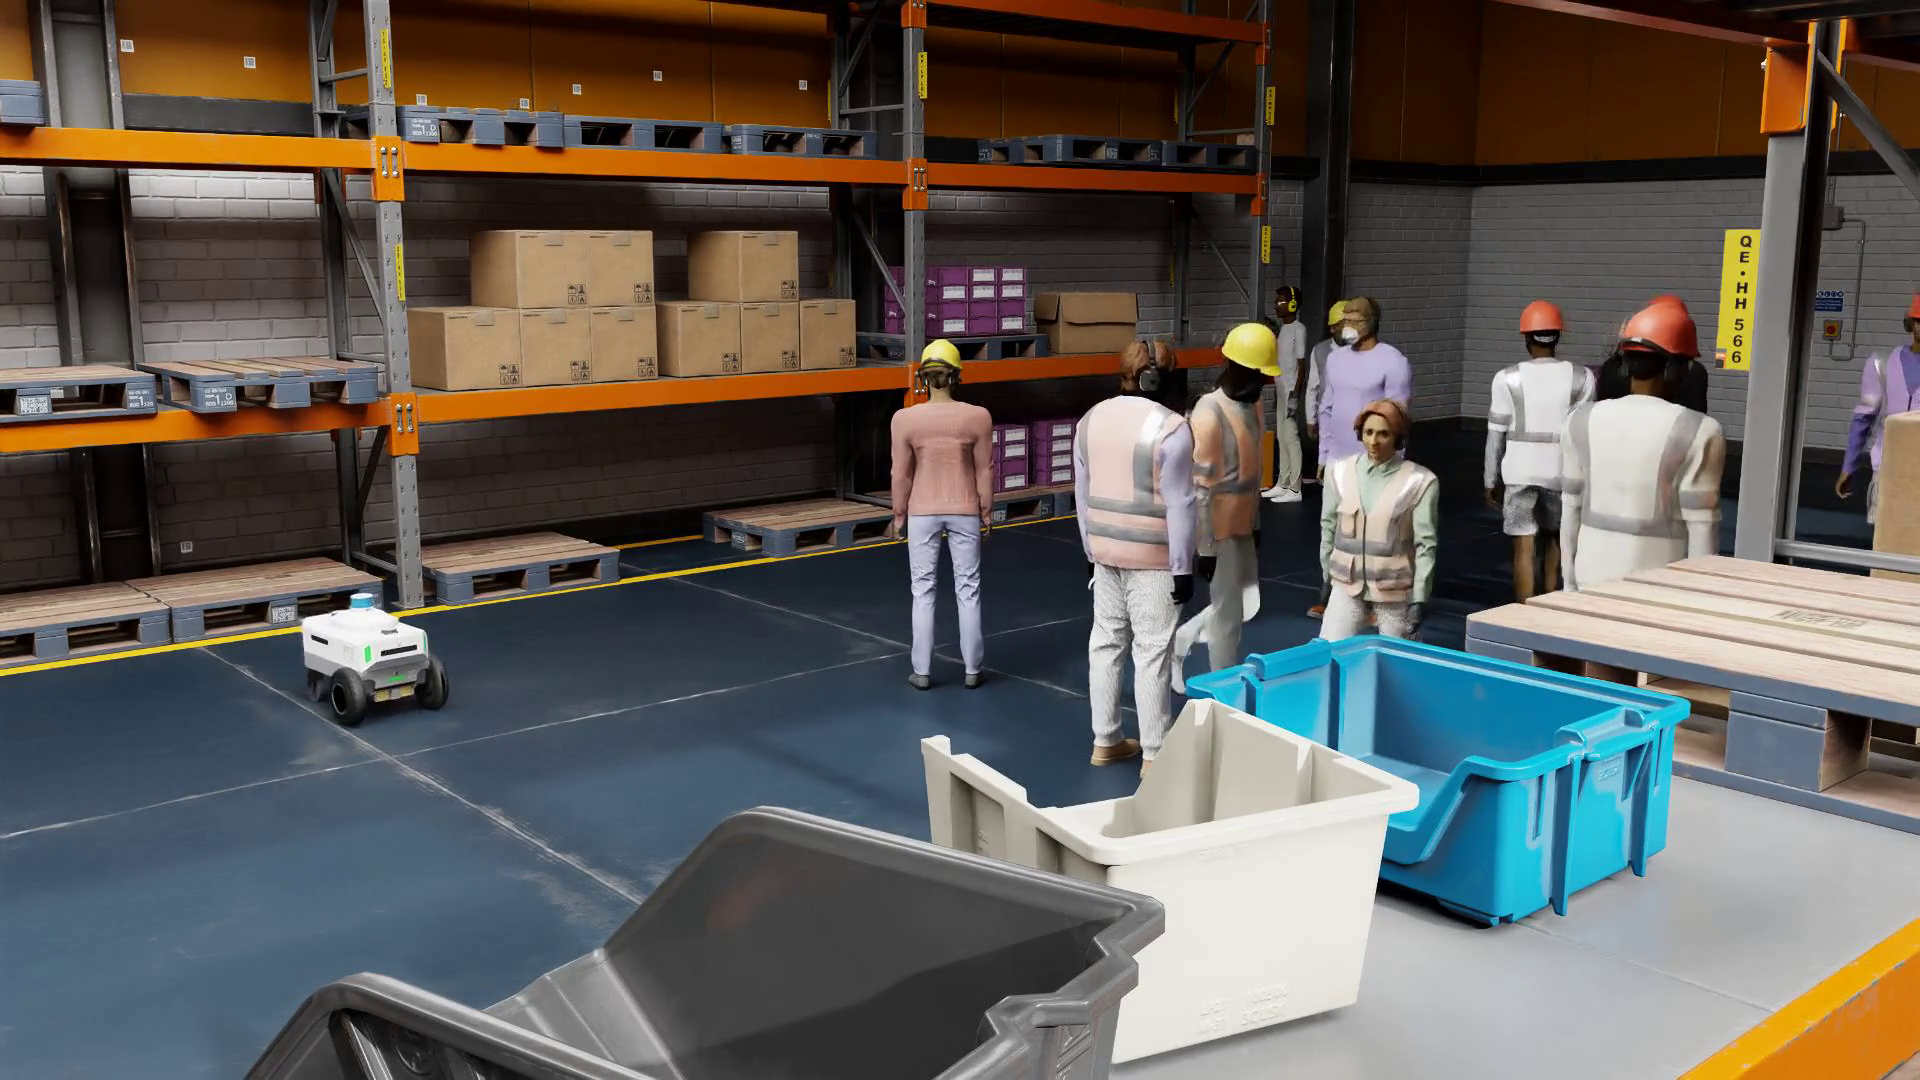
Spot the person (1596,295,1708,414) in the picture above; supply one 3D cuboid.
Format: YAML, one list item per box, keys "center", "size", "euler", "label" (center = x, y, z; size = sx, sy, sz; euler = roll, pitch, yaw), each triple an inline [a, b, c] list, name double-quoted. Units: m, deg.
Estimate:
- center: [4.037, -0.463, 9.752]
  size: [0.673, 1.942, 0.712]
  euler: [7, 12, 34]
  label: "person"

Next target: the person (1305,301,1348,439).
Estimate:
- center: [2.971, -0.958, 12.969]
  size: [0.599, 1.782, 0.919]
  euler: [5, 11, 25]
  label: "person"

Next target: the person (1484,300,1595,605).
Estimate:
- center: [3.202, -0.362, 9.250]
  size: [0.566, 1.919, 0.515]
  euler: [2, 10, 9]
  label: "person"

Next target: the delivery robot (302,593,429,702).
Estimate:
- center: [-2.860, 0.500, 7.987]
  size: [0.707, 0.478, 0.477]
  euler: [10, 14, 44]
  label: "delivery robot"

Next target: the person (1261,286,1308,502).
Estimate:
- center: [2.826, -1.259, 14.424]
  size: [0.329, 1.872, 0.510]
  euler: [-2, 10, -8]
  label: "person"

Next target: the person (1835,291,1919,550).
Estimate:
- center: [5.273, -0.405, 9.226]
  size: [0.522, 2.019, 0.661]
  euler: [-8, 13, -39]
  label: "person"

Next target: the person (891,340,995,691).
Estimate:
- center: [-0.085, -0.117, 8.339]
  size: [0.522, 1.761, 0.327]
  euler: [0, 10, -2]
  label: "person"

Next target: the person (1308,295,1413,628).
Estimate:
- center: [2.340, -0.454, 9.742]
  size: [0.363, 1.938, 0.648]
  euler: [-7, 12, -34]
  label: "person"

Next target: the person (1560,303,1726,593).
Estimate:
- center: [2.444, 0.159, 6.054]
  size: [0.501, 2.028, 0.606]
  euler: [-9, 14, -42]
  label: "person"

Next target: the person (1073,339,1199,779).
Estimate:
- center: [0.759, 0.081, 7.007]
  size: [0.430, 1.841, 0.624]
  euler: [-8, 13, -39]
  label: "person"

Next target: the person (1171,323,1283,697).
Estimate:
- center: [1.188, -0.064, 7.672]
  size: [0.643, 1.885, 0.644]
  euler: [7, 12, 33]
  label: "person"

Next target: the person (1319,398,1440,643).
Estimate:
- center: [1.641, 0.238, 6.740]
  size: [0.529, 1.606, 0.744]
  euler: [7, 12, 35]
  label: "person"
